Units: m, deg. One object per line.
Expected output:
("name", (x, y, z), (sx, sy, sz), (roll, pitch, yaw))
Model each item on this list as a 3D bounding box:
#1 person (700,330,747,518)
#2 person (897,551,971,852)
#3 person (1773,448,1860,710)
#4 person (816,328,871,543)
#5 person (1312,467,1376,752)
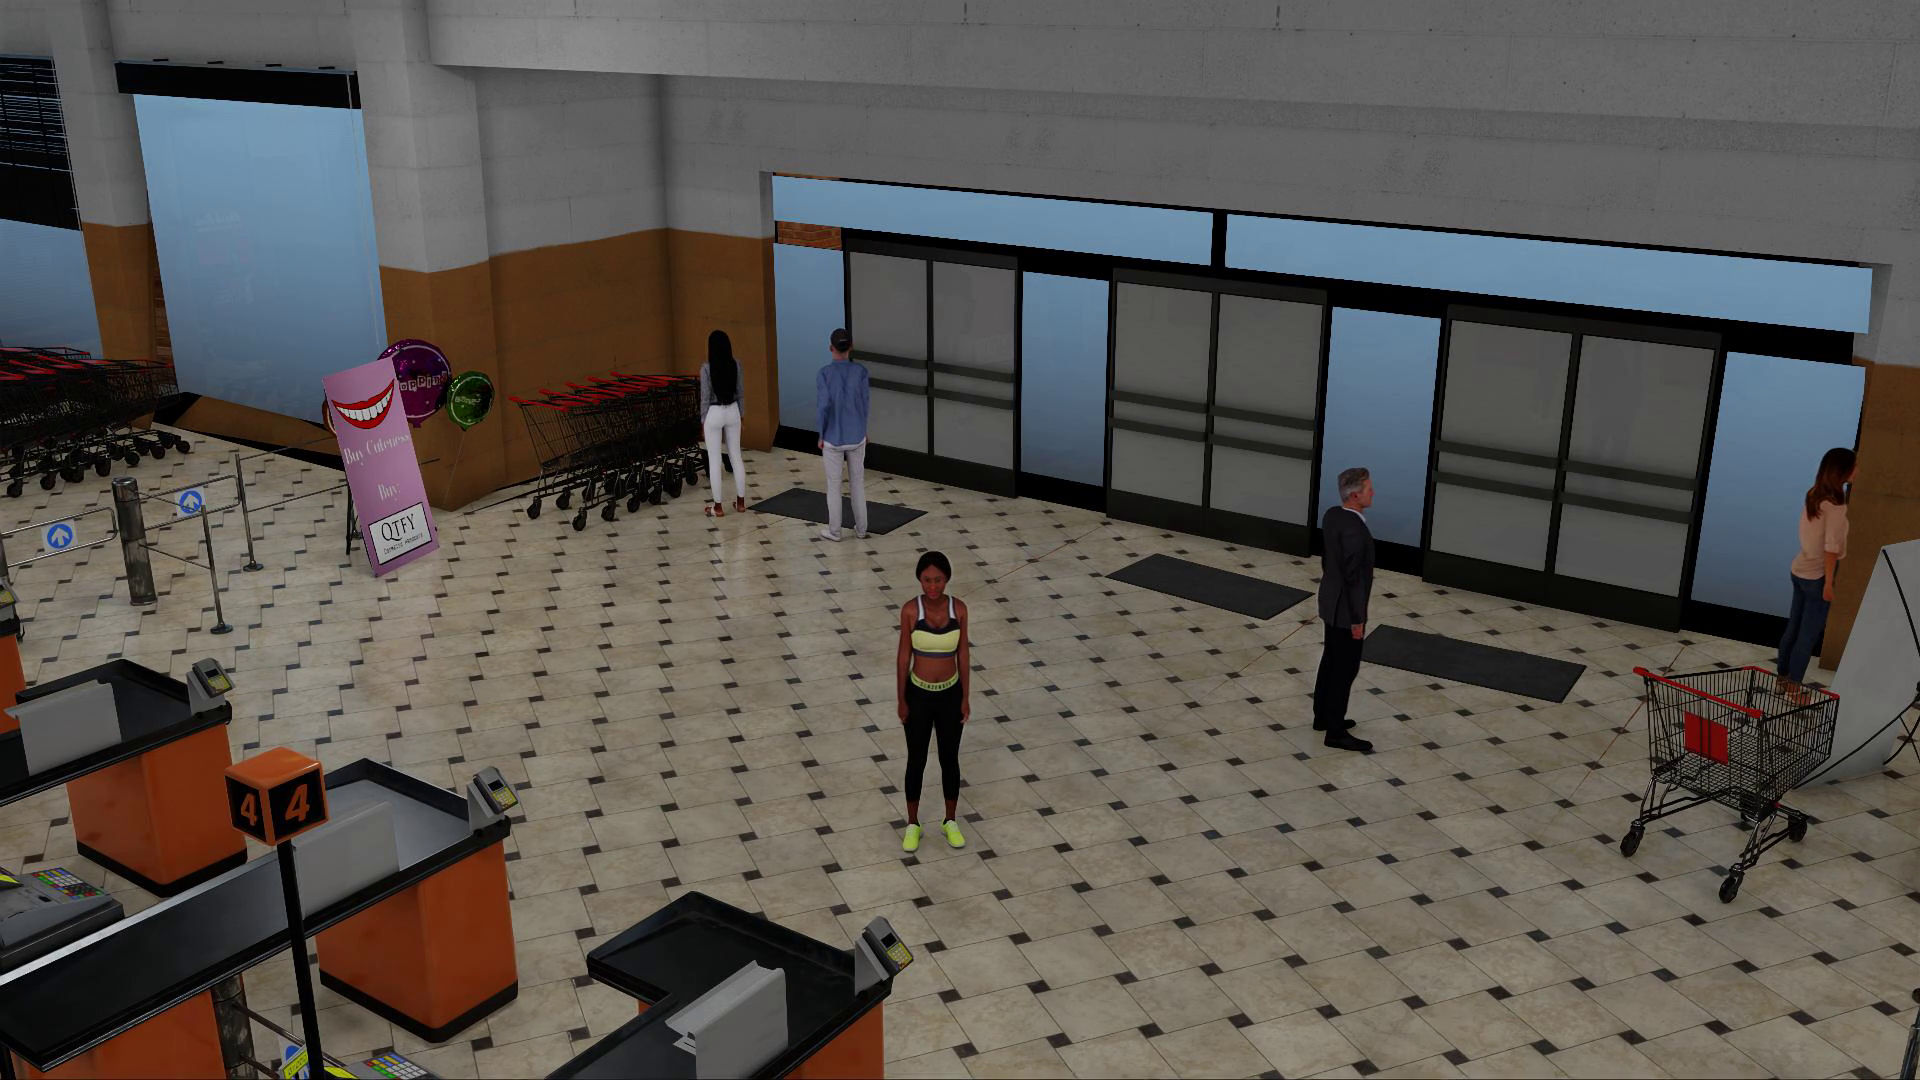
("person", (-2.170, -1.077, 15.190), (0.587, 1.725, 0.729), (-12, 22, -31))
("person", (-0.148, 0.890, 9.311), (0.642, 1.755, 0.696), (-3, 19, -8))
("person", (5.743, 0.240, 11.182), (0.727, 1.792, 0.613), (2, 19, 7))
("person", (-1.013, -0.914, 14.451), (0.690, 1.888, 0.800), (-8, 20, -23))
("person", (2.460, 0.412, 10.594), (0.867, 1.841, 0.777), (-1, 19, -4))
